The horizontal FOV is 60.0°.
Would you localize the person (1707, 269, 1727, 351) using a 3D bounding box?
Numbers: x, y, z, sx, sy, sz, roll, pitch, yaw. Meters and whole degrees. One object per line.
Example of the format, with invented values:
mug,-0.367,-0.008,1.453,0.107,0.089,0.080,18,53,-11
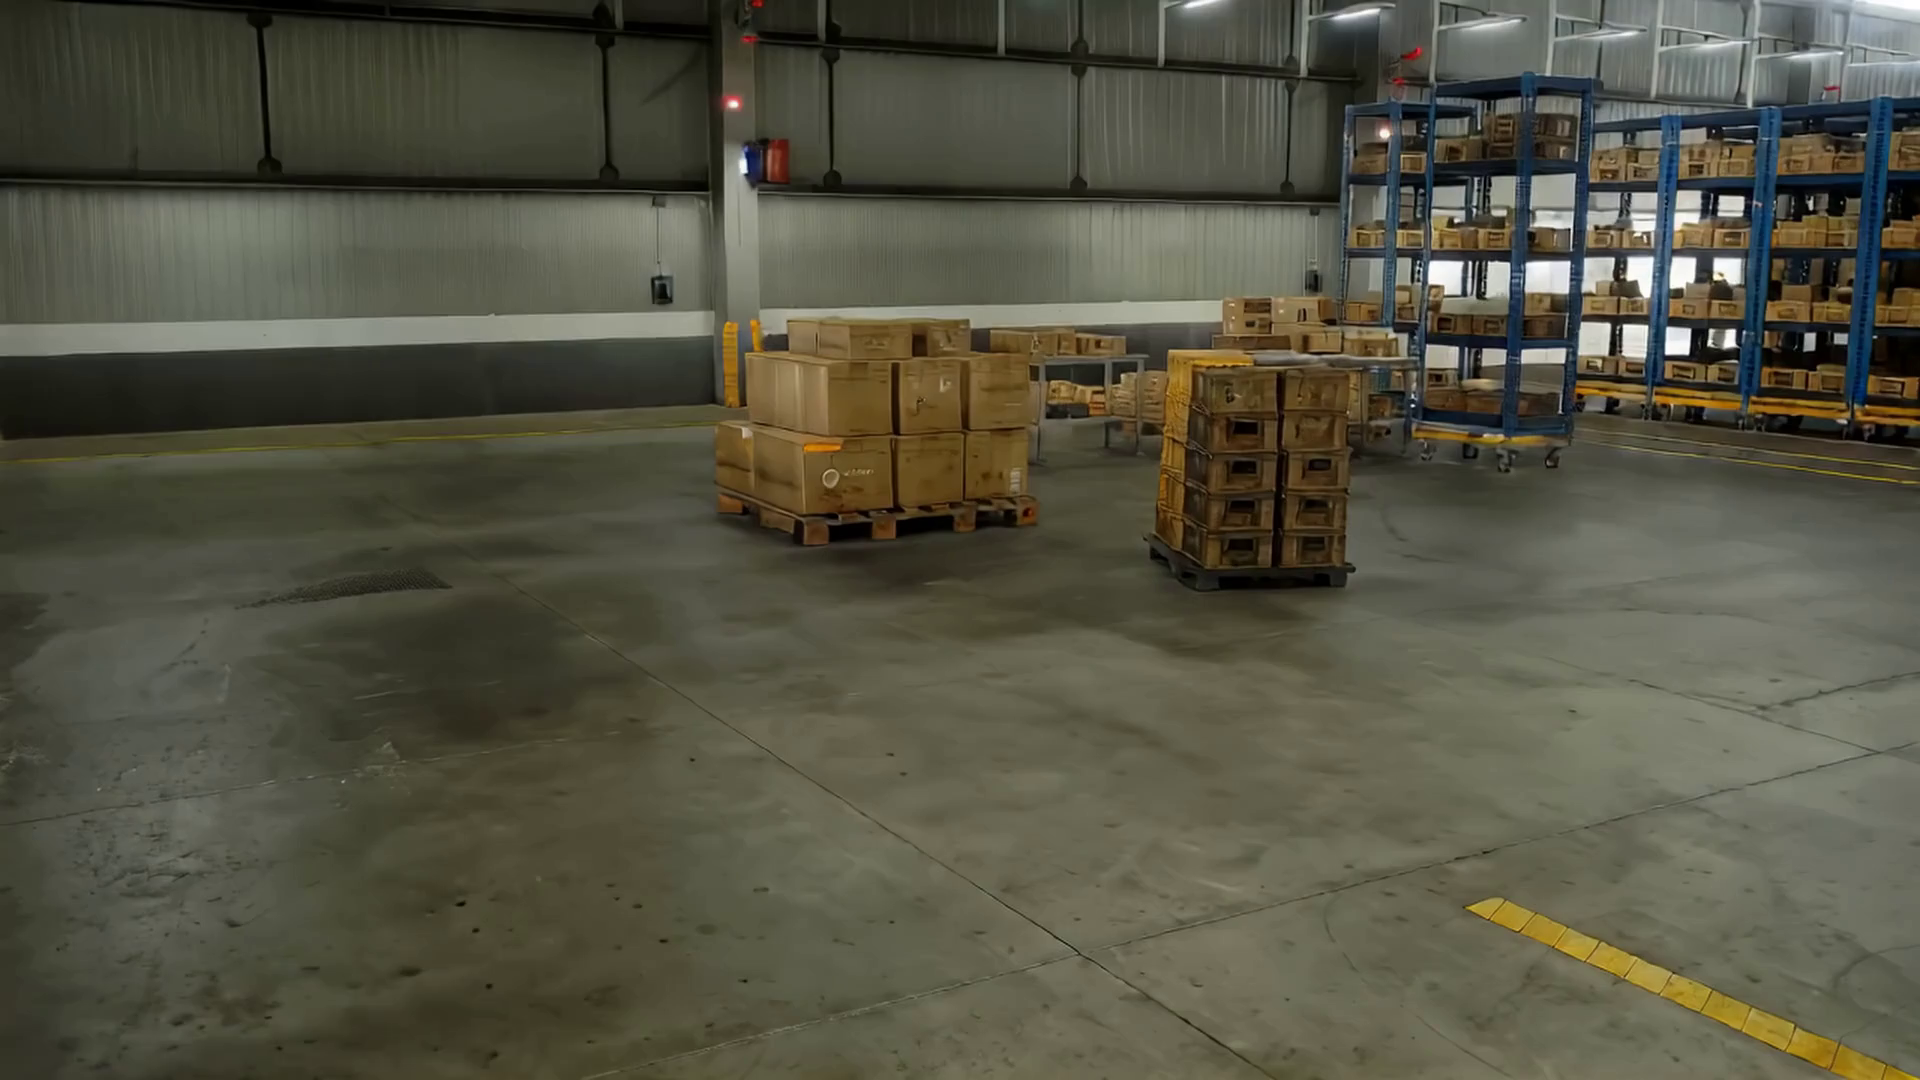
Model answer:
person,11.340,-3.206,25.057,0.563,1.743,0.359,-8,13,-39
